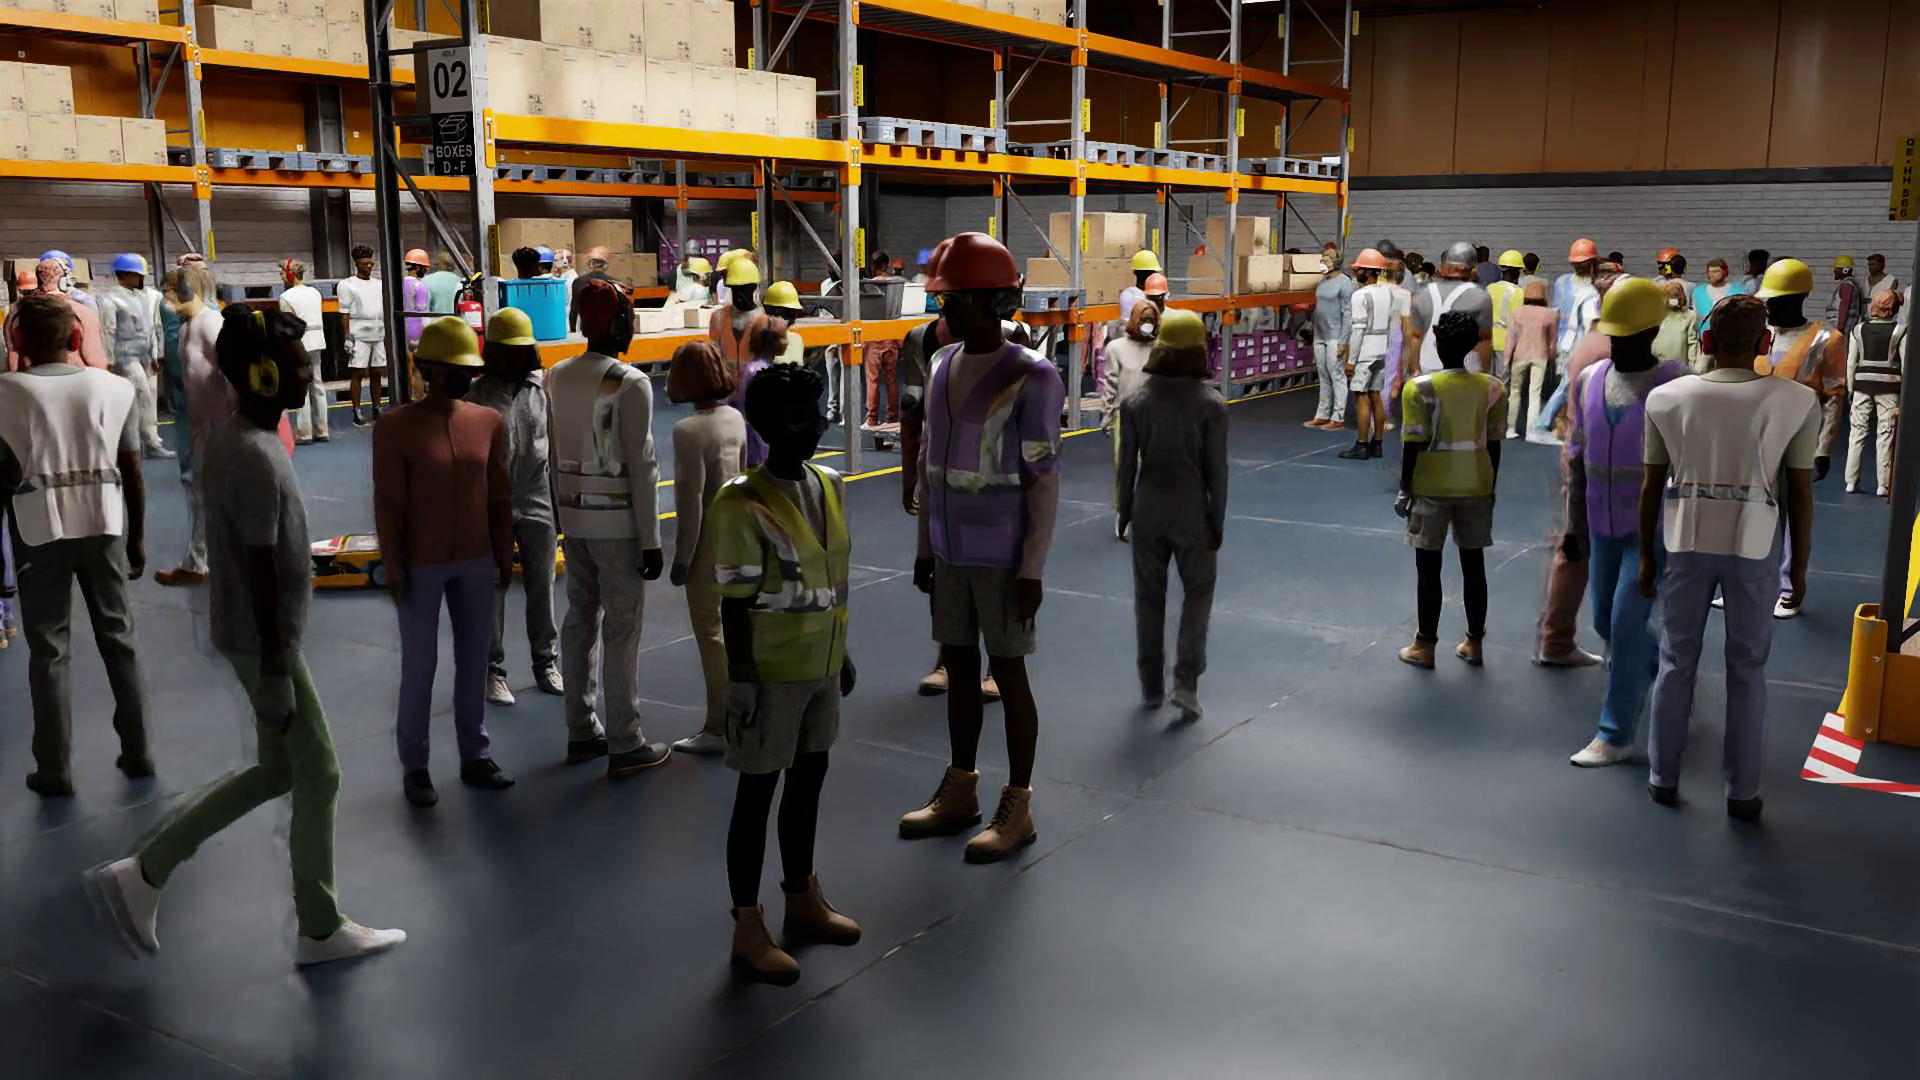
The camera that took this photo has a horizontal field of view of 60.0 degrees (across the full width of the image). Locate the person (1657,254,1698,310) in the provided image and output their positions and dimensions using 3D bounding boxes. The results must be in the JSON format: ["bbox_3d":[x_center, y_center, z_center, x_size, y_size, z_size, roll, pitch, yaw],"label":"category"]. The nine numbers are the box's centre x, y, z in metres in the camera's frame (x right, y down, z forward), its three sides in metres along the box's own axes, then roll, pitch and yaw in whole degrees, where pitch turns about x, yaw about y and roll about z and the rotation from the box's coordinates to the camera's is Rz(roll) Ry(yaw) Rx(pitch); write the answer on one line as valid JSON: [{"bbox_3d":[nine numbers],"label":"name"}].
[{"bbox_3d":[8.131,-2.320,18.993,0.509,1.863,0.327,0,10,2],"label":"person"}]

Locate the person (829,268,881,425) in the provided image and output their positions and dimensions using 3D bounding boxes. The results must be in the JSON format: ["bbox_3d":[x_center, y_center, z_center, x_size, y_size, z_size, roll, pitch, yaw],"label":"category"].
[{"bbox_3d":[-1.134,-2.185,18.122,0.599,1.905,0.391,-4,11,-21],"label":"person"}]

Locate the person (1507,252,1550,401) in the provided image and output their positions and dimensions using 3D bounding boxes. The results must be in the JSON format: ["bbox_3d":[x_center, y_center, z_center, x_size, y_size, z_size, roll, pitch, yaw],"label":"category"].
[{"bbox_3d":[7.071,-2.642,20.739,0.512,1.874,0.328,0,10,2],"label":"person"}]

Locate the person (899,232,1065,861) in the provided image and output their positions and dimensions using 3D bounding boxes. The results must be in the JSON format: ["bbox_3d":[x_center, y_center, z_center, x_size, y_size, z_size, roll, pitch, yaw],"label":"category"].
[{"bbox_3d":[0.056,0.028,5.466,0.378,2.045,0.605,-9,14,-42],"label":"person"}]

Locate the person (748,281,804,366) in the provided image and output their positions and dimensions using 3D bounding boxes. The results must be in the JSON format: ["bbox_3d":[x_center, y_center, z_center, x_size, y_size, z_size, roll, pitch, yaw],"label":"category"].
[{"bbox_3d":[-1.158,-0.784,10.759,0.341,1.760,0.525,6,12,32],"label":"person"}]

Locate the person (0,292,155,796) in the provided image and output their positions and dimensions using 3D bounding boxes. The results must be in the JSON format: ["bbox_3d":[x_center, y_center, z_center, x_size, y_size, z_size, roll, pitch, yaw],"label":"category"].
[{"bbox_3d":[-3.276,0.015,6.137,0.564,1.830,0.418,-10,14,-43],"label":"person"}]

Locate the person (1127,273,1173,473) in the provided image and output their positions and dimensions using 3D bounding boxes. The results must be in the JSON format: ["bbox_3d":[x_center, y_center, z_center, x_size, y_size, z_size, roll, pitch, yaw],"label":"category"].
[{"bbox_3d":[1.669,-1.413,14.292,0.572,1.743,0.349,6,12,31],"label":"person"}]

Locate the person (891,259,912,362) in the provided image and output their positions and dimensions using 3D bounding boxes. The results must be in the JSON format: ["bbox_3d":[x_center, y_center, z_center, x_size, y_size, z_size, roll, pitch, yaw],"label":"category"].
[{"bbox_3d":[-1.033,-3.741,27.253,0.562,1.724,0.826,0,10,2],"label":"person"}]

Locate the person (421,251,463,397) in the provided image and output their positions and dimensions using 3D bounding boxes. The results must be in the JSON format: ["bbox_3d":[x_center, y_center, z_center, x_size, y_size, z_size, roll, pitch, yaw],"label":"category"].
[{"bbox_3d":[-6.143,-2.469,19.744,0.413,1.900,0.739,9,14,41],"label":"person"}]

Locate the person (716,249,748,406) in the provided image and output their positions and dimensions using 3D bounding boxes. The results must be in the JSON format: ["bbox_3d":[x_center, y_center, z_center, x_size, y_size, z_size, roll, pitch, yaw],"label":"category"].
[{"bbox_3d":[-2.561,-2.425,19.410,0.379,1.918,0.585,8,13,38],"label":"person"}]

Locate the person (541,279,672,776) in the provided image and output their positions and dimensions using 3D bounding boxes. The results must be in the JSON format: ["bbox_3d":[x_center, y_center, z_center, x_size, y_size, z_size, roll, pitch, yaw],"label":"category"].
[{"bbox_3d":[-1.344,-0.042,6.322,0.576,1.880,0.351,8,13,39],"label":"person"}]

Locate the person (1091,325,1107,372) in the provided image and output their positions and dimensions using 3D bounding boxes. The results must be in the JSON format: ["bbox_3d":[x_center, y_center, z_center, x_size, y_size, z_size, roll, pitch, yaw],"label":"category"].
[{"bbox_3d":[2.166,-3.447,25.202,0.366,1.878,0.581,0,10,0],"label":"person"}]

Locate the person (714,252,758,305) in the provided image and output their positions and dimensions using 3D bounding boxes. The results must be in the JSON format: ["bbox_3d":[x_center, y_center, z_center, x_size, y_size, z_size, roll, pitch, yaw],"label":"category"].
[{"bbox_3d":[-2.218,-1.930,16.710,0.470,1.902,0.628,-6,12,-29],"label":"person"}]

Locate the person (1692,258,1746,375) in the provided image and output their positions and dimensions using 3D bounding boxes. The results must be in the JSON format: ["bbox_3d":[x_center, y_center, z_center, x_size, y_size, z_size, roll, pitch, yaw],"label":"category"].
[{"bbox_3d":[8.287,-2.167,18.238,0.580,1.824,0.440,8,13,36],"label":"person"}]

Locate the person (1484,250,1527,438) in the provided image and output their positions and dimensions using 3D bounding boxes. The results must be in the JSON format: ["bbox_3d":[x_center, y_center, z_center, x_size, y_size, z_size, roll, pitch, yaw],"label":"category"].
[{"bbox_3d":[5.570,-1.996,17.045,0.396,1.919,0.582,-4,11,-21],"label":"person"}]

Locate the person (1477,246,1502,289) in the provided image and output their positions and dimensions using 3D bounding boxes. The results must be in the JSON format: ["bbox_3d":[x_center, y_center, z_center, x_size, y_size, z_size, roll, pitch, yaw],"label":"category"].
[{"bbox_3d":[8.366,-3.738,26.655,0.625,1.933,0.374,-4,11,-23],"label":"person"}]

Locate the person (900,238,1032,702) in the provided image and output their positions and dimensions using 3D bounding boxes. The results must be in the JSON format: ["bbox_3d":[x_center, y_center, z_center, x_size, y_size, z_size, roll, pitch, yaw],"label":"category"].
[{"bbox_3d":[0.014,-0.301,7.333,0.613,2.033,0.410,4,11,21],"label":"person"}]

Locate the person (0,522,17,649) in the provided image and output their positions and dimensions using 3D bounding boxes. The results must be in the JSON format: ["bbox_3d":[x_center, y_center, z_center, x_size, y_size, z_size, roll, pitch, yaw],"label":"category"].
[{"bbox_3d":[-4.942,-0.440,8.193,0.393,1.995,0.612,-3,11,-16],"label":"person"}]

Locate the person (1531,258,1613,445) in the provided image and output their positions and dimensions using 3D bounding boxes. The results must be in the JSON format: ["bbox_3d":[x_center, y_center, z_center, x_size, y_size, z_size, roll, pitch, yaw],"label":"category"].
[{"bbox_3d":[6.123,-1.823,16.268,1.003,1.847,0.601,6,12,28],"label":"person"}]

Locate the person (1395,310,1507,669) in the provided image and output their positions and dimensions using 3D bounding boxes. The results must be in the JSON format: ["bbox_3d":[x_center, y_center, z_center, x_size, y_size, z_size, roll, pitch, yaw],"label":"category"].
[{"bbox_3d":[2.313,-0.233,7.873,0.537,1.695,0.320,-2,10,-10],"label":"person"}]

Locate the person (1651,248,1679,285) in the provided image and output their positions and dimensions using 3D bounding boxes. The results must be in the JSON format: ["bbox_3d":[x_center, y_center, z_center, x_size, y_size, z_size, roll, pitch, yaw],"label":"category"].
[{"bbox_3d":[8.191,-2.431,19.422,0.386,1.929,0.543,2,11,13],"label":"person"}]

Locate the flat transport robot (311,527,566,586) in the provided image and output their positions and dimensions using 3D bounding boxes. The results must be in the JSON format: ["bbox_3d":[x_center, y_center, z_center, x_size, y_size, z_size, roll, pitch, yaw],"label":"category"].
[{"bbox_3d":[-3.140,0.087,10.052,1.431,0.197,0.652,-3,11,-17],"label":"flat transport robot"}]

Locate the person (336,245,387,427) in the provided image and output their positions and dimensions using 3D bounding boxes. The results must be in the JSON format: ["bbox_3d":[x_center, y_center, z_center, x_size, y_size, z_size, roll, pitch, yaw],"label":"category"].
[{"bbox_3d":[-6.456,-2.214,18.105,0.367,1.966,0.607,6,12,32],"label":"person"}]

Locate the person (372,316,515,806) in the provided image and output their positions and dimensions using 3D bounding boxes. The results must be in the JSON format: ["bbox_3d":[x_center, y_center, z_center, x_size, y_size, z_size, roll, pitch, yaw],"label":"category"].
[{"bbox_3d":[-1.835,0.074,6.009,0.541,1.756,0.365,-10,14,-44],"label":"person"}]

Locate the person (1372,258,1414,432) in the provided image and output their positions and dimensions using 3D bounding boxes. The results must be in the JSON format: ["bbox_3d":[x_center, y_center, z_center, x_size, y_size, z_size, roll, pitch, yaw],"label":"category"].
[{"bbox_3d":[4.615,-2.064,17.661,0.687,1.819,0.552,-7,13,-36],"label":"person"}]

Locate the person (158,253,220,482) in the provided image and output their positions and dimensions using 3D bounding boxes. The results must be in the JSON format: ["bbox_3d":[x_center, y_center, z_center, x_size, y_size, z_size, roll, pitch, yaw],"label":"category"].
[{"bbox_3d":[-6.404,-1.446,14.012,0.399,1.910,0.643,2,10,10],"label":"person"}]

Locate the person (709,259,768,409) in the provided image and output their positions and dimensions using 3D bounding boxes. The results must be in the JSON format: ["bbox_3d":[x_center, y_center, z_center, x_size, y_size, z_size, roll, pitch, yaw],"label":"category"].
[{"bbox_3d":[-1.548,-1.033,11.801,0.598,1.880,0.965,5,11,24],"label":"person"}]

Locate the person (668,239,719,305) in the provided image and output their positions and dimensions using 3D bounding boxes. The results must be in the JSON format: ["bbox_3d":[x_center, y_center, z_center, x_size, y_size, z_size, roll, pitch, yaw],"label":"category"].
[{"bbox_3d":[-3.518,-2.955,22.004,0.684,2.000,0.538,-1,10,-7],"label":"person"}]

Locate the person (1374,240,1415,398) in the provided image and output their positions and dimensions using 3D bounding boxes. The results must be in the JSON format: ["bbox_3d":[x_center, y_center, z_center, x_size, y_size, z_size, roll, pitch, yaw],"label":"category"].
[{"bbox_3d":[5.443,-2.841,21.374,0.710,2.000,0.535,10,14,44],"label":"person"}]

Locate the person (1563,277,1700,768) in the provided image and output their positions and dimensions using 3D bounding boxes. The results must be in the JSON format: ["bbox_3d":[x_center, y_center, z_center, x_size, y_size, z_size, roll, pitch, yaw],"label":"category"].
[{"bbox_3d":[2.696,-0.076,6.497,0.745,1.891,0.641,-6,12,-30],"label":"person"}]

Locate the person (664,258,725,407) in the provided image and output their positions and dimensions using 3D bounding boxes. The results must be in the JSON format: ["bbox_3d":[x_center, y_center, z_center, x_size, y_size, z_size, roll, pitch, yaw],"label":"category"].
[{"bbox_3d":[-3.137,-2.442,19.795,0.671,1.815,0.604,-5,11,-26],"label":"person"}]

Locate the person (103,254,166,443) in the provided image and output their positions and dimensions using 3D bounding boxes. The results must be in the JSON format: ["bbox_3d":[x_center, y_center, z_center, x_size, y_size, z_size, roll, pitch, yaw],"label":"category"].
[{"bbox_3d":[-8.282,-1.913,16.660,0.714,1.897,0.600,9,14,42],"label":"person"}]

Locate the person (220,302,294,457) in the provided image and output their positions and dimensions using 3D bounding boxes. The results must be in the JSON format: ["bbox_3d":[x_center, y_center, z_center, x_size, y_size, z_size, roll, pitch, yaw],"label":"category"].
[{"bbox_3d":[-3.863,-0.465,9.207,0.322,1.689,0.547,-3,11,-14],"label":"person"}]

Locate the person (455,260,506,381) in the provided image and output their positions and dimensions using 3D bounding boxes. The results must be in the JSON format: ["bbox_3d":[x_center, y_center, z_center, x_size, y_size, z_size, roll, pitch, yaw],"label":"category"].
[{"bbox_3d":[-5.239,-2.233,18.391,0.649,1.905,0.418,-4,11,-23],"label":"person"}]

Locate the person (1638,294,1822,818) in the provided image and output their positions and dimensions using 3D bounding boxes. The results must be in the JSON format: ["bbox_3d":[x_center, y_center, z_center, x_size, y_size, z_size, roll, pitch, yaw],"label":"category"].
[{"bbox_3d":[2.674,0.063,5.856,0.560,1.836,0.394,6,12,31],"label":"person"}]

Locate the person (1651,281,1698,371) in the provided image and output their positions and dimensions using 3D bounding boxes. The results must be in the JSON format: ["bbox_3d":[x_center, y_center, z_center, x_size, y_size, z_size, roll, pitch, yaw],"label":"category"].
[{"bbox_3d":[6.917,-1.704,16.239,0.507,1.623,0.288,1,10,8],"label":"person"}]
